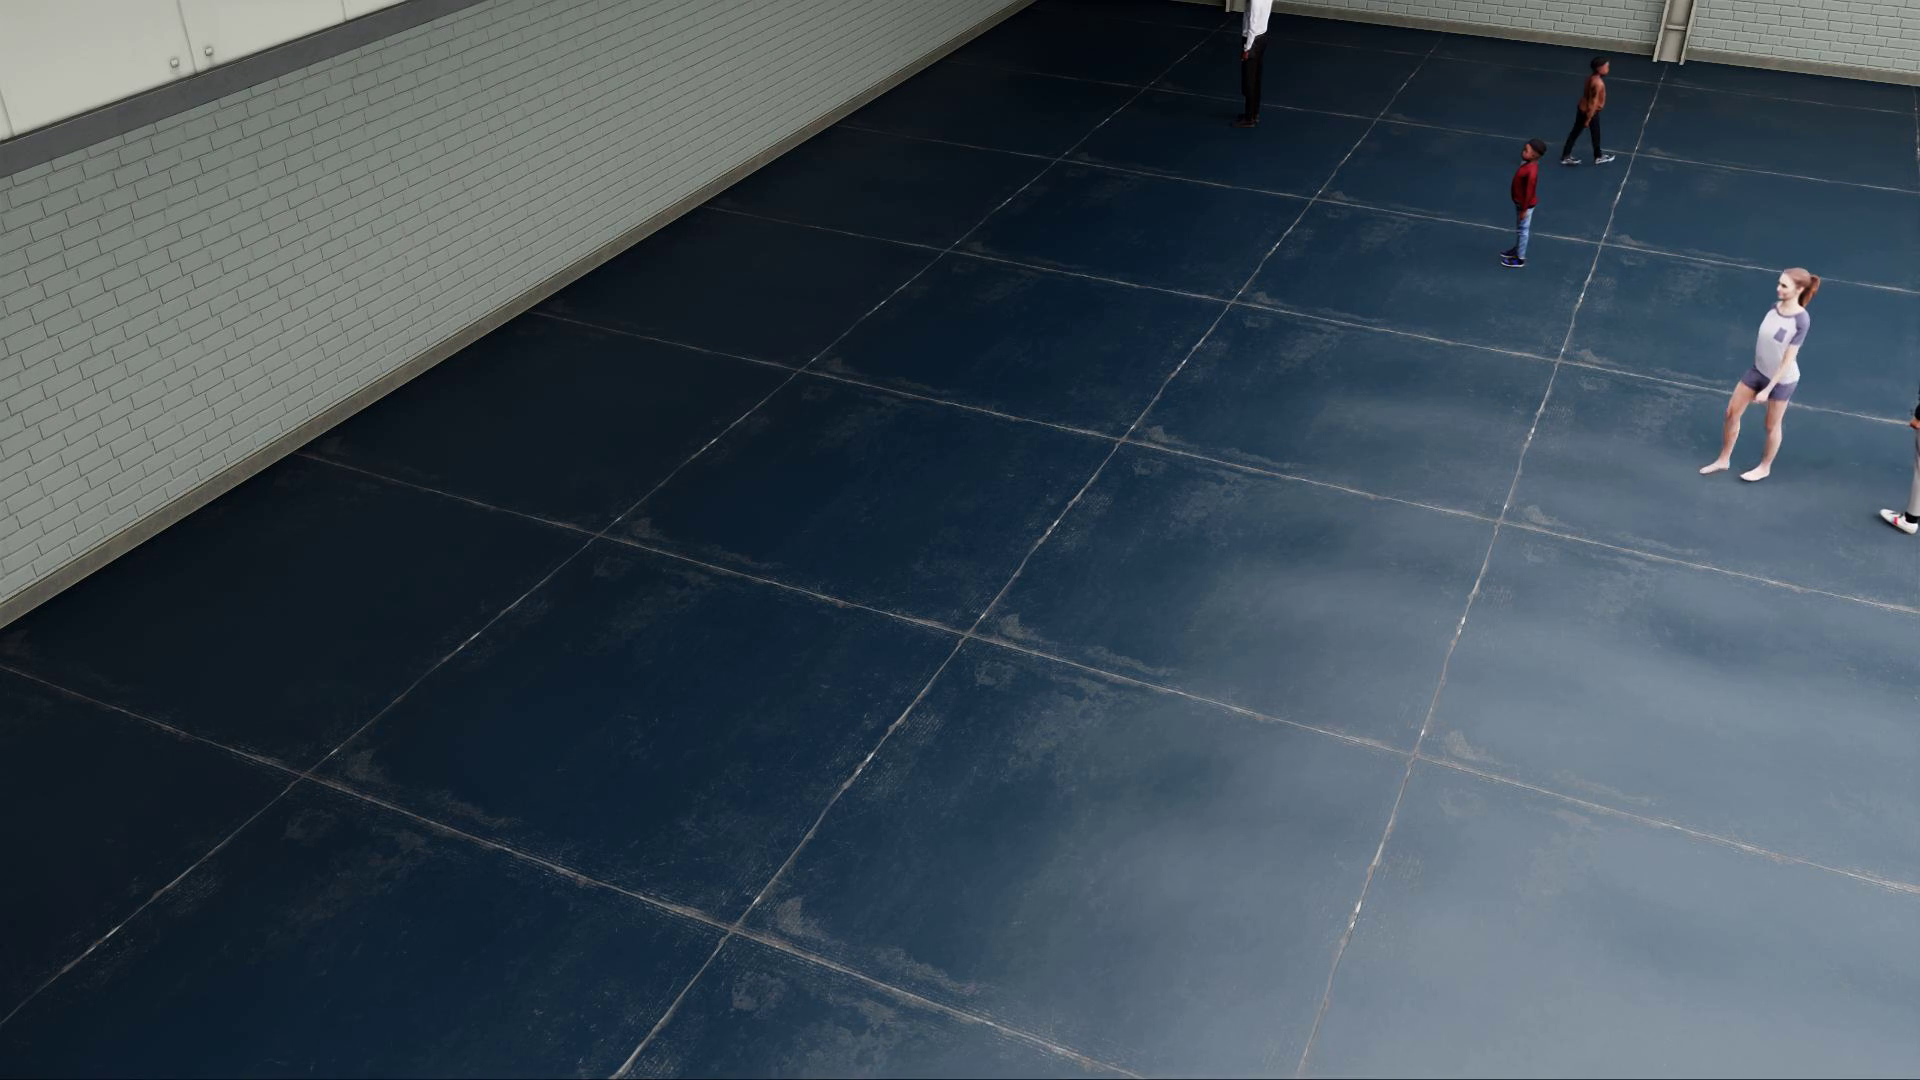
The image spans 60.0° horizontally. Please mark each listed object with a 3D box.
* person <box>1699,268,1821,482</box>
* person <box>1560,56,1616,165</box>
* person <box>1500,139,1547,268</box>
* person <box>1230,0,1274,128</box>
[{"bbox_3d":[6.194,-1.223,12.518,0.863,1.746,0.796,-10,34,-15],"label":"person"},{"bbox_3d":[6.997,-4.813,18.692,0.889,1.230,0.740,-2,32,-3],"label":"person"},{"bbox_3d":[5.544,-3.316,16.295,0.519,1.256,0.529,9,33,13],"label":"person"},{"bbox_3d":[3.495,-5.851,19.769,0.542,1.836,0.646,16,36,24],"label":"person"}]
